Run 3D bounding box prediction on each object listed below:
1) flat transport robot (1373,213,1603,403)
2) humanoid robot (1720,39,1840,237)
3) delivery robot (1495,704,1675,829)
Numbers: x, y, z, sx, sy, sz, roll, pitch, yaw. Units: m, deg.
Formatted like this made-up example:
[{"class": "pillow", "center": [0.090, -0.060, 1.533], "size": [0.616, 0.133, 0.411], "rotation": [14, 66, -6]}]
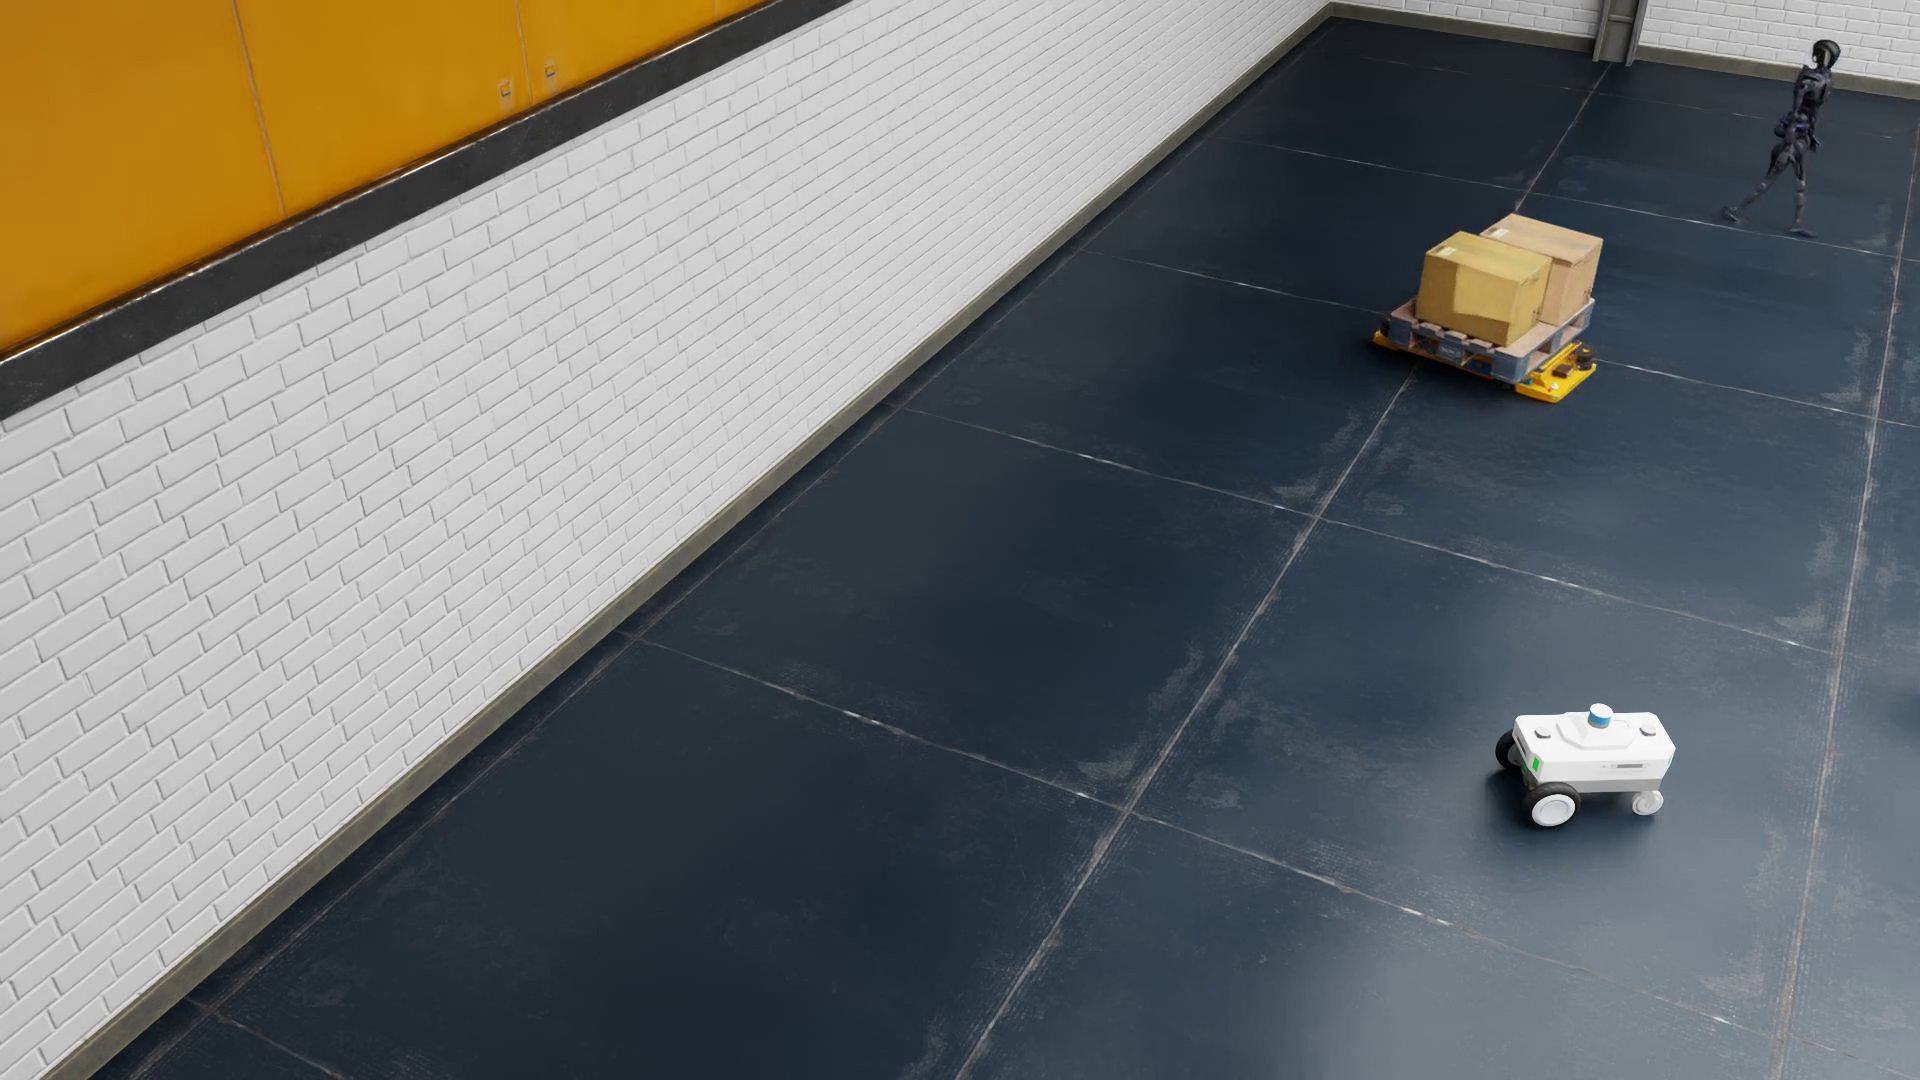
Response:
[{"class": "flat transport robot", "center": [3.804, -1.400, 12.060], "size": [1.431, 0.231, 0.659], "rotation": [26, 42, 33]}, {"class": "humanoid robot", "center": [6.862, -3.319, 13.699], "size": [0.762, 1.637, 0.614], "rotation": [29, 43, 36]}, {"class": "delivery robot", "center": [3.052, 1.068, 8.142], "size": [0.794, 0.606, 0.499], "rotation": [-1, 34, -2]}]
